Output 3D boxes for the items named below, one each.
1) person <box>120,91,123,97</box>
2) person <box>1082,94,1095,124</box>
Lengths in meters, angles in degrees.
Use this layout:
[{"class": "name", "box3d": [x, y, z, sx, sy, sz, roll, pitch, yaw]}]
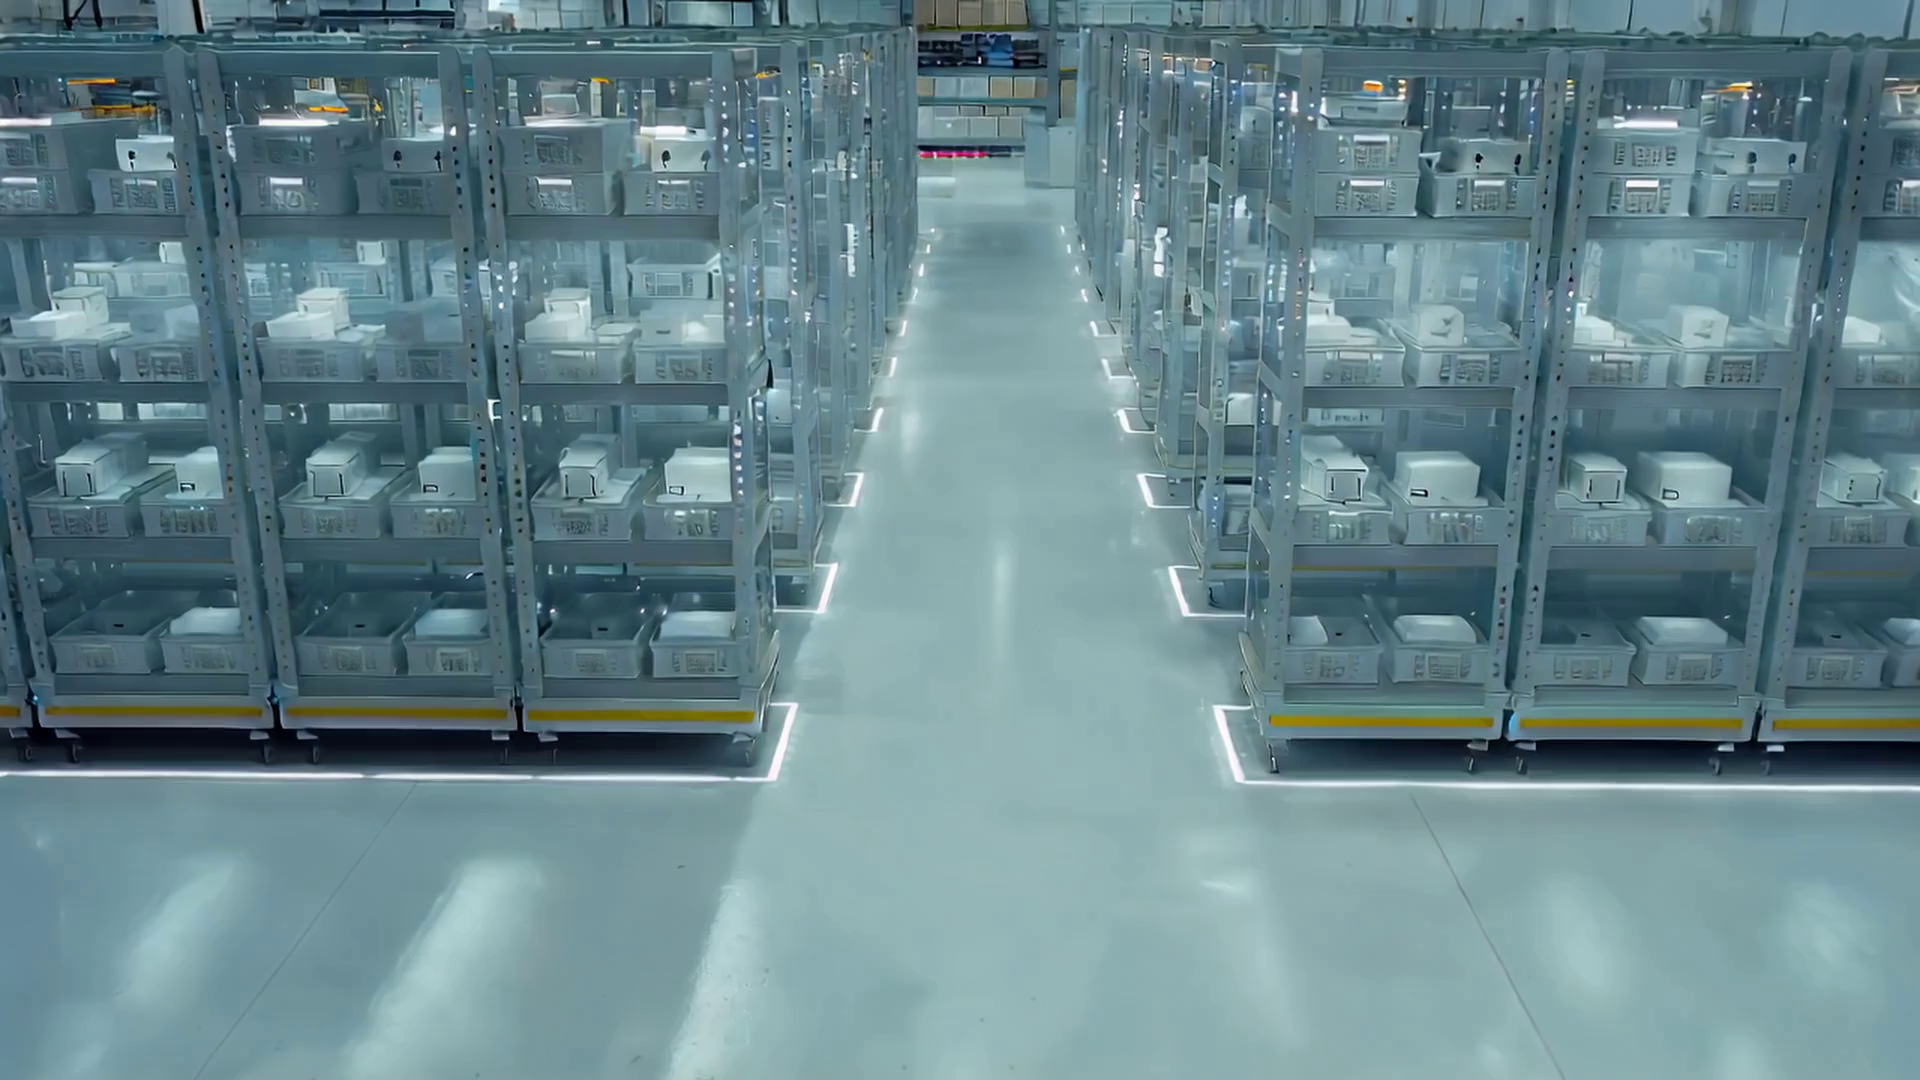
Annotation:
[{"class": "person", "box3d": [-26.877, -13.594, 52.714, 0.645, 1.812, 0.744, 0, 17, -1]}, {"class": "person", "box3d": [3.343, -10.496, 42.572, 0.607, 1.987, 0.409, -1, 17, -5]}]
